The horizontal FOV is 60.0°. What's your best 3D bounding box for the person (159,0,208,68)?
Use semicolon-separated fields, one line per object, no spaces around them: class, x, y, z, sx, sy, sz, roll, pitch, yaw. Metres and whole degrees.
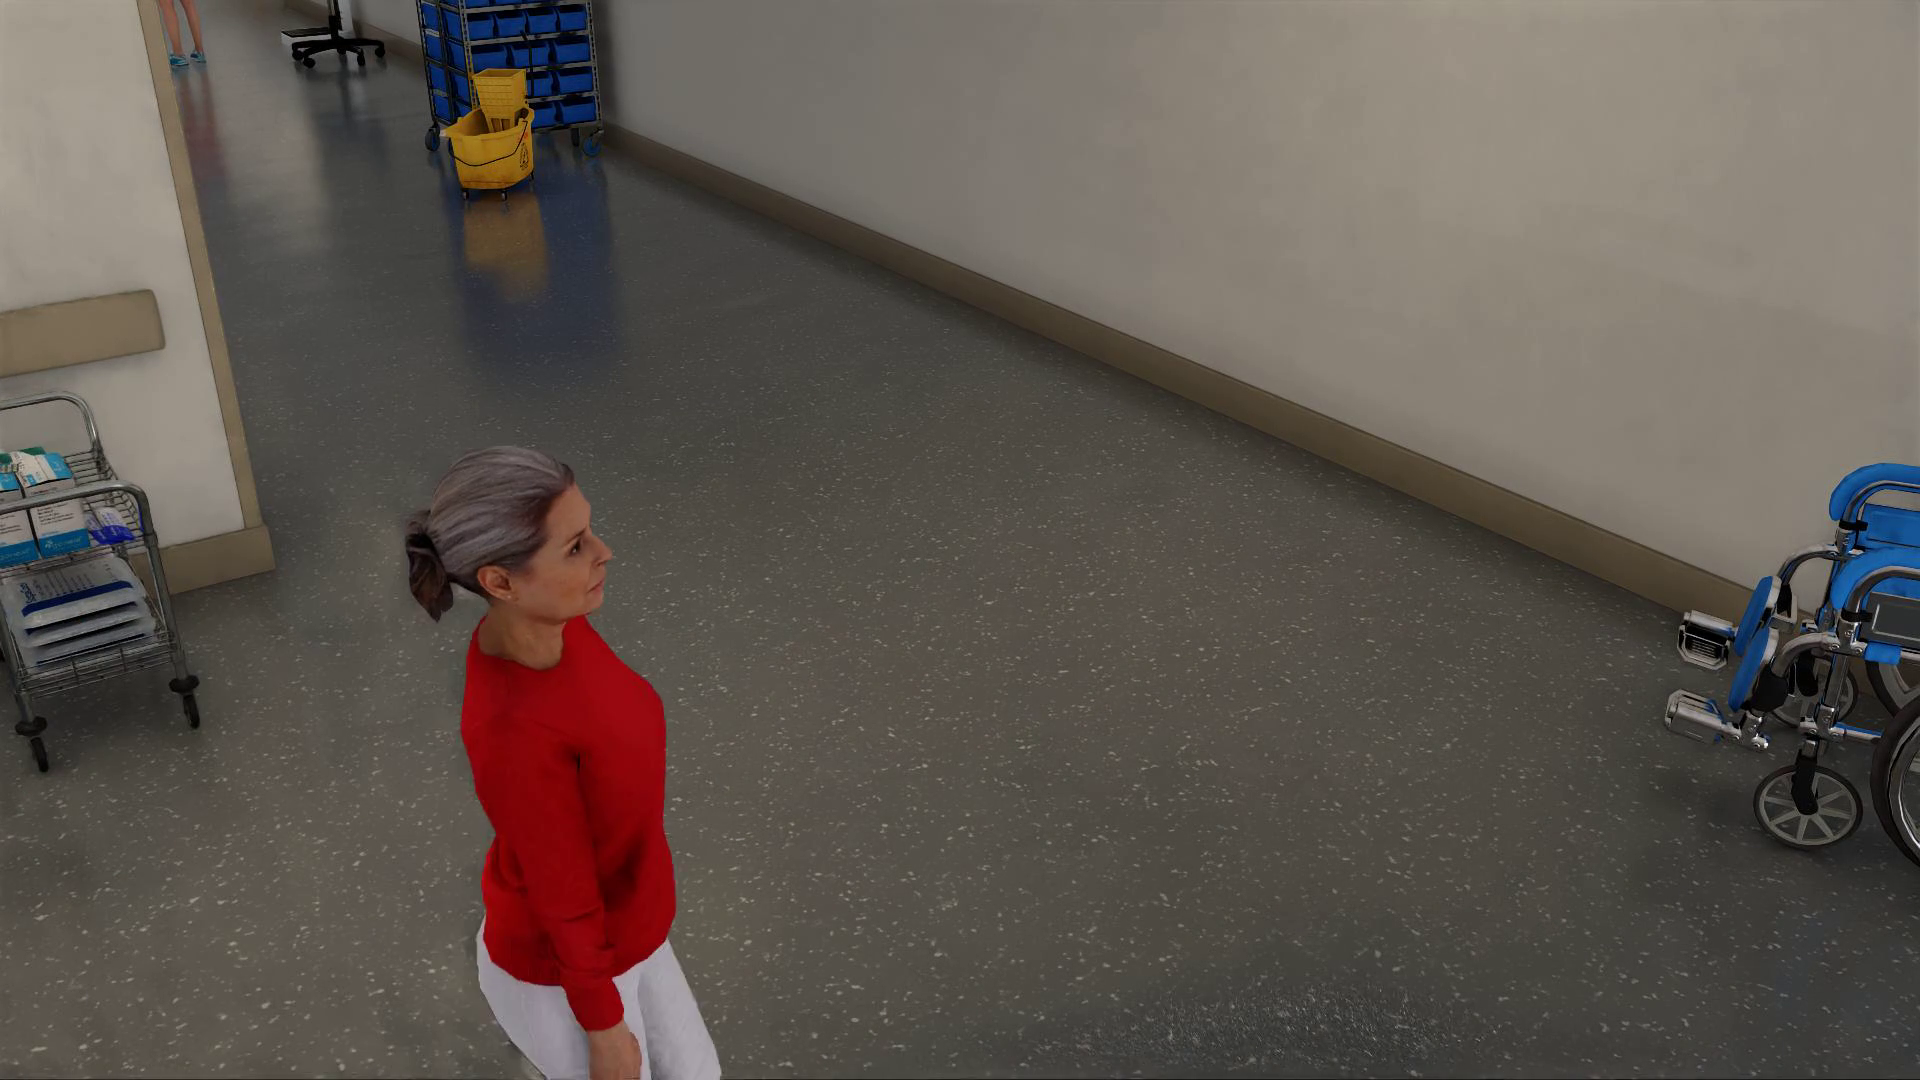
person;-6.577;-4.846;13.754;0.730;1.765;0.624;18;31;32

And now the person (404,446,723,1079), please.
person;-0.642;0.642;2.468;0.778;1.683;0.704;-3;26;-6
